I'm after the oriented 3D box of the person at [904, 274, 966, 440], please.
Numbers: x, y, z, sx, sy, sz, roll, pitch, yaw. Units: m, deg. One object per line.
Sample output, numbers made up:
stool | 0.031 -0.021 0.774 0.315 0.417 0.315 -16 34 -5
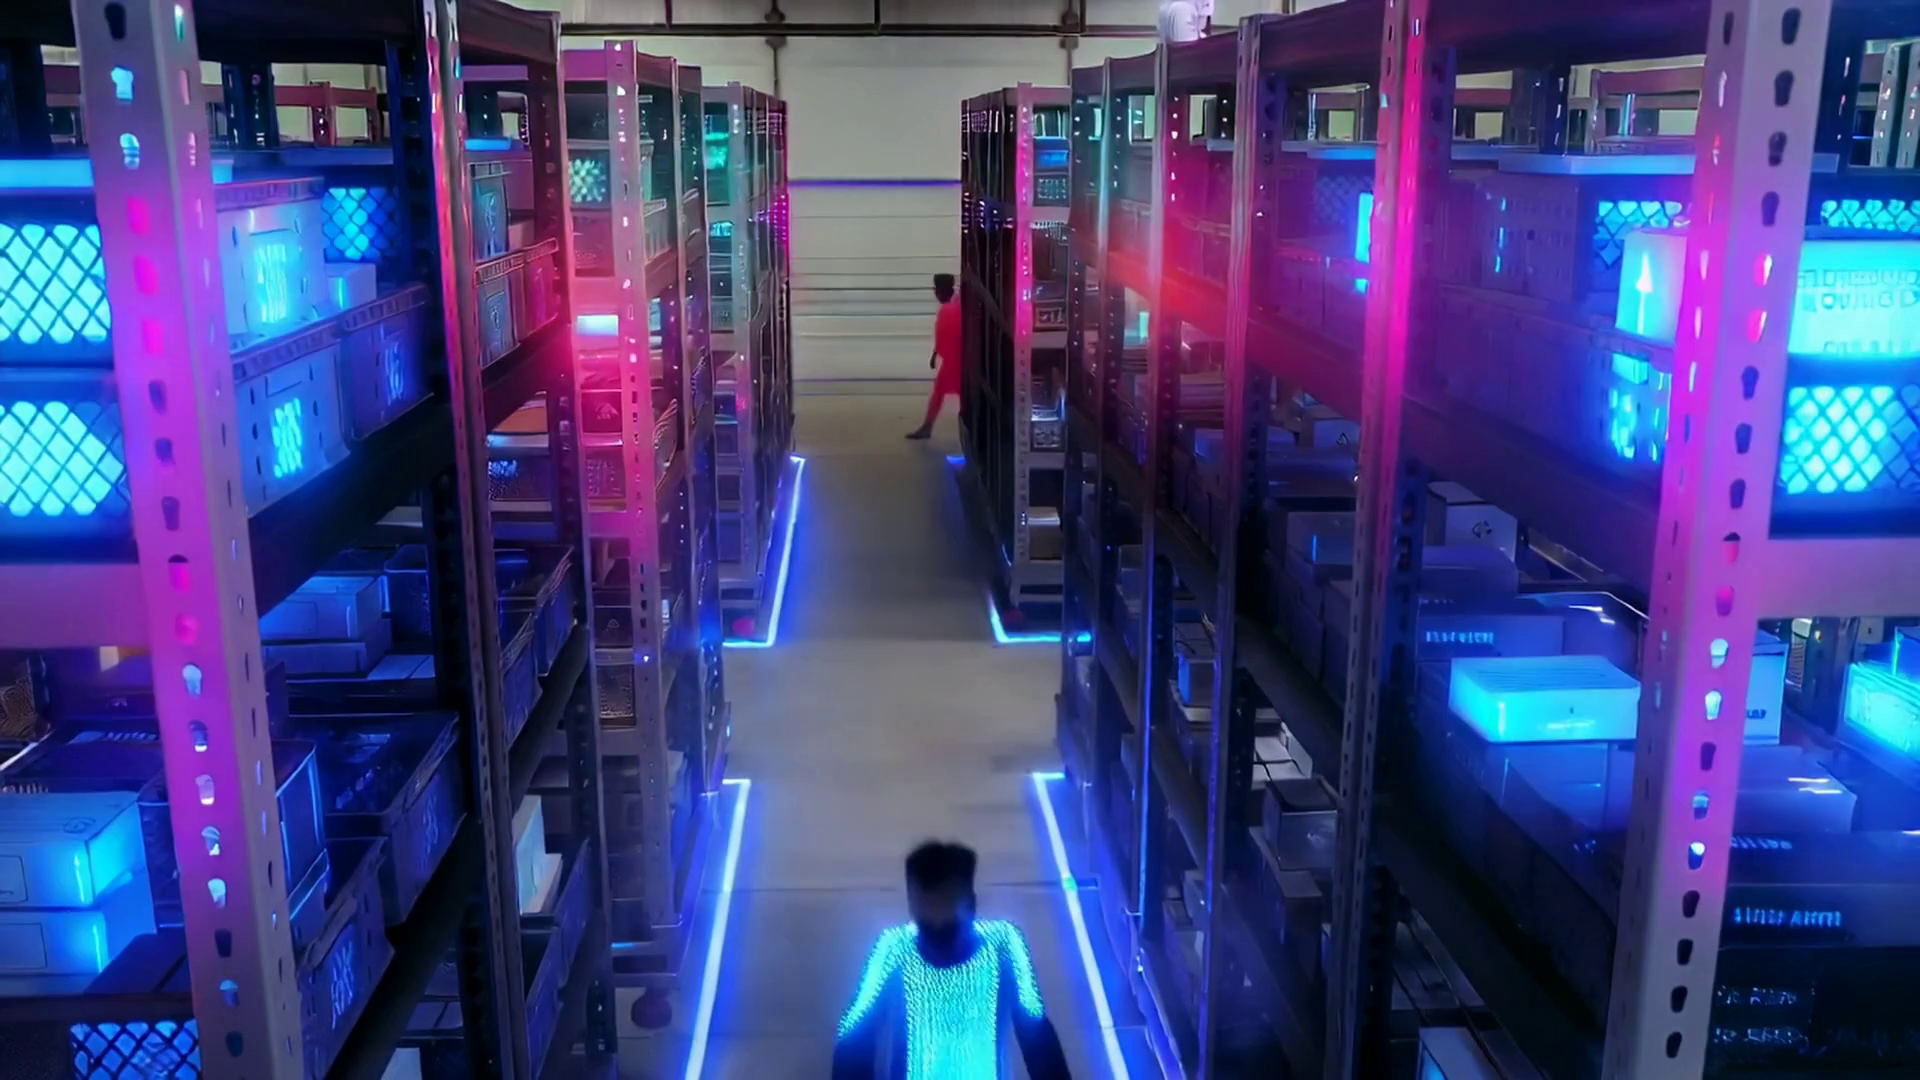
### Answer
person | -0.106 -2.000 18.152 0.982 1.798 0.591 -3 14 -13
